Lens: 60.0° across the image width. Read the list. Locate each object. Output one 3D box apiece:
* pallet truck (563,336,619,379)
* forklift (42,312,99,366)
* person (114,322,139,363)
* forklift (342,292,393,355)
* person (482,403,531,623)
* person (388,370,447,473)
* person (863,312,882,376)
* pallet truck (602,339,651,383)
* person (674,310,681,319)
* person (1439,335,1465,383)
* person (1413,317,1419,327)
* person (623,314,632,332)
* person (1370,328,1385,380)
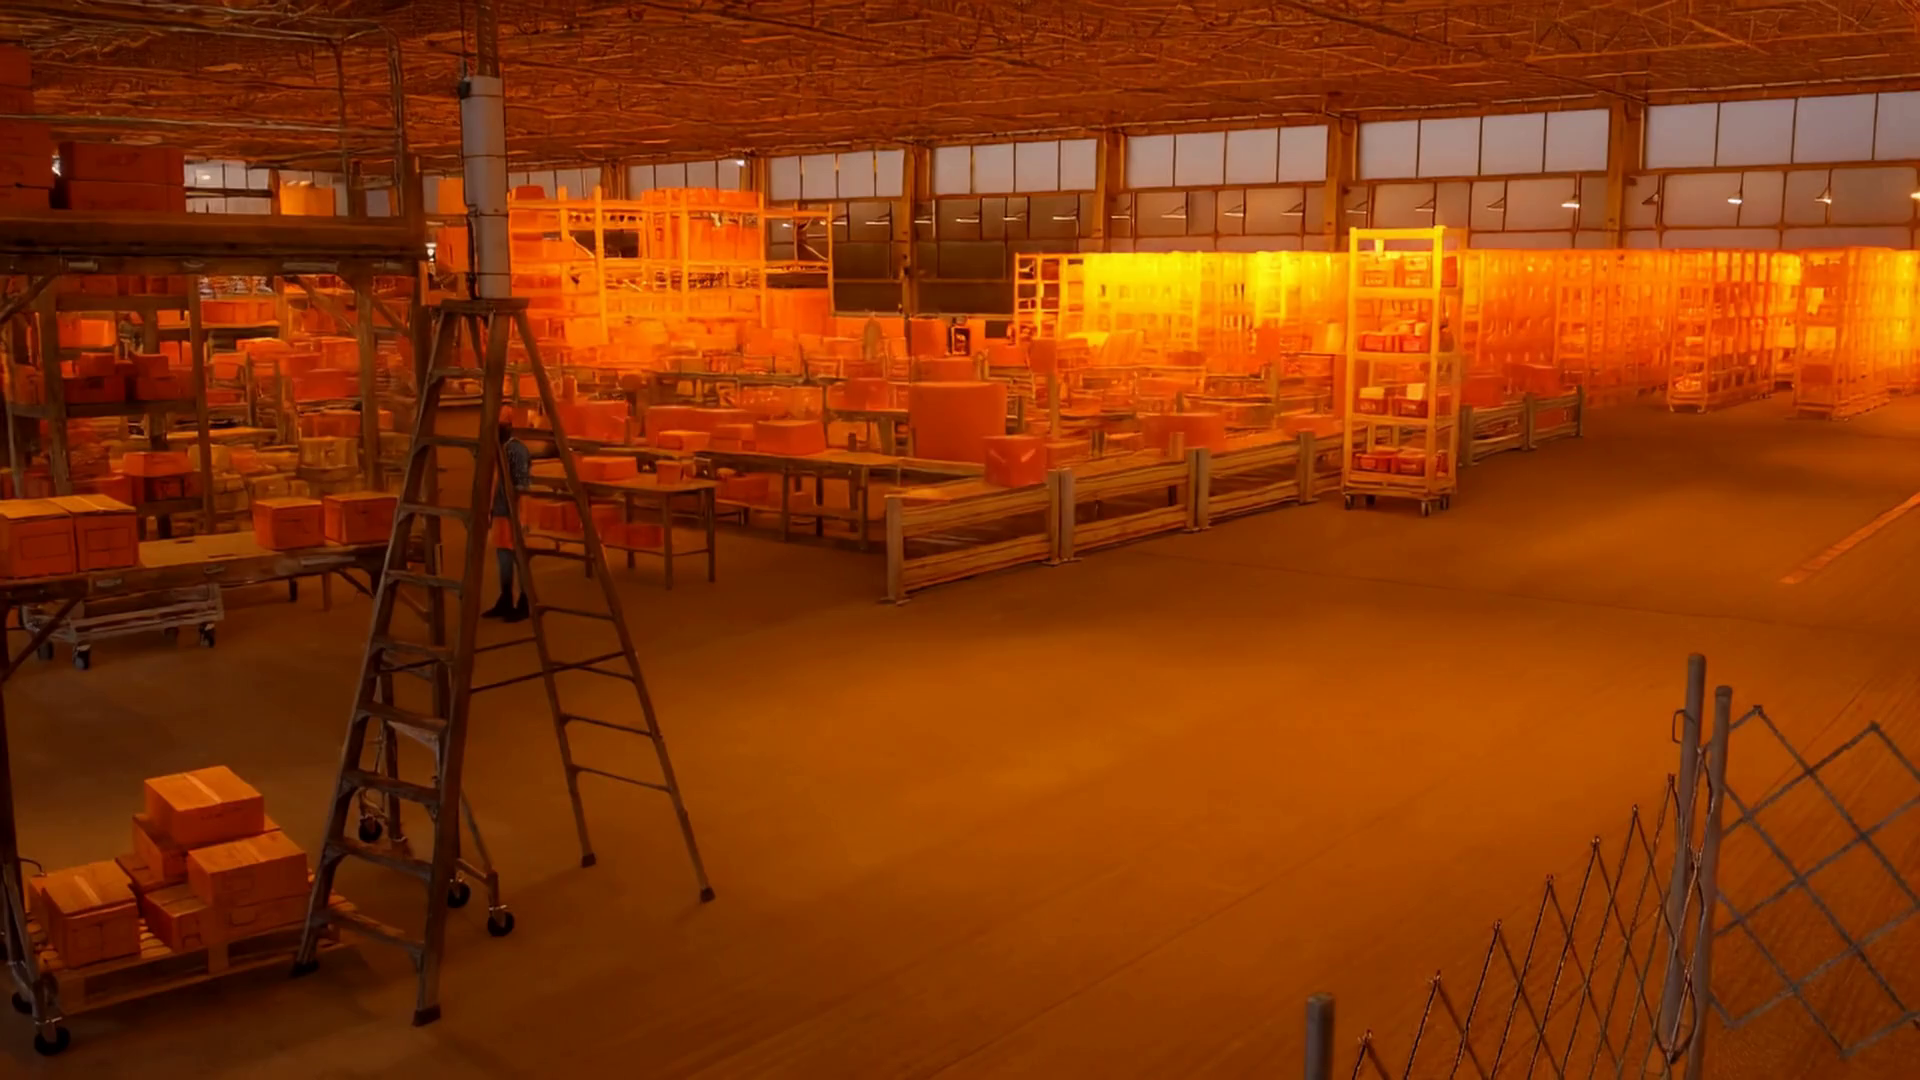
[{"bbox_3d":[-10.690,-5.294,48.215,1.601,1.201,0.680,-5,10,-26],"label":"pallet truck"},{"bbox_3d":[-23.779,-5.451,44.052,1.873,2.768,1.129,7,11,36],"label":"forklift"},{"bbox_3d":[-17.154,-3.489,34.411,0.390,2.041,0.614,2,9,14],"label":"person"},{"bbox_3d":[-16.485,-5.622,45.120,1.129,2.768,1.873,7,11,37],"label":"forklift"},{"bbox_3d":[-3.961,-0.238,14.479,0.543,1.928,0.373,8,12,40],"label":"person"},{"bbox_3d":[-8.307,-1.783,25.186,0.876,1.587,0.513,-4,10,-24],"label":"person"},{"bbox_3d":[-2.602,-5.811,49.395,0.646,1.890,0.579,-7,11,-37],"label":"person"},{"bbox_3d":[-8.991,-4.871,45.351,0.653,1.274,1.630,7,11,37],"label":"pallet truck"},{"bbox_3d":[-10.172,-7.485,60.339,0.533,1.724,0.905,8,12,40],"label":"person"},{"bbox_3d":[10.388,-3.460,35.173,0.536,1.745,0.691,-7,12,-39],"label":"person"},{"bbox_3d":[12.923,-5.569,47.427,0.392,2.034,0.605,1,9,9],"label":"person"},{"bbox_3d":[-10.327,-6.166,51.987,0.617,1.758,0.958,8,12,40],"label":"person"},{"bbox_3d":[9.525,-3.944,38.048,0.589,1.791,0.988,-8,12,-40],"label":"person"}]
